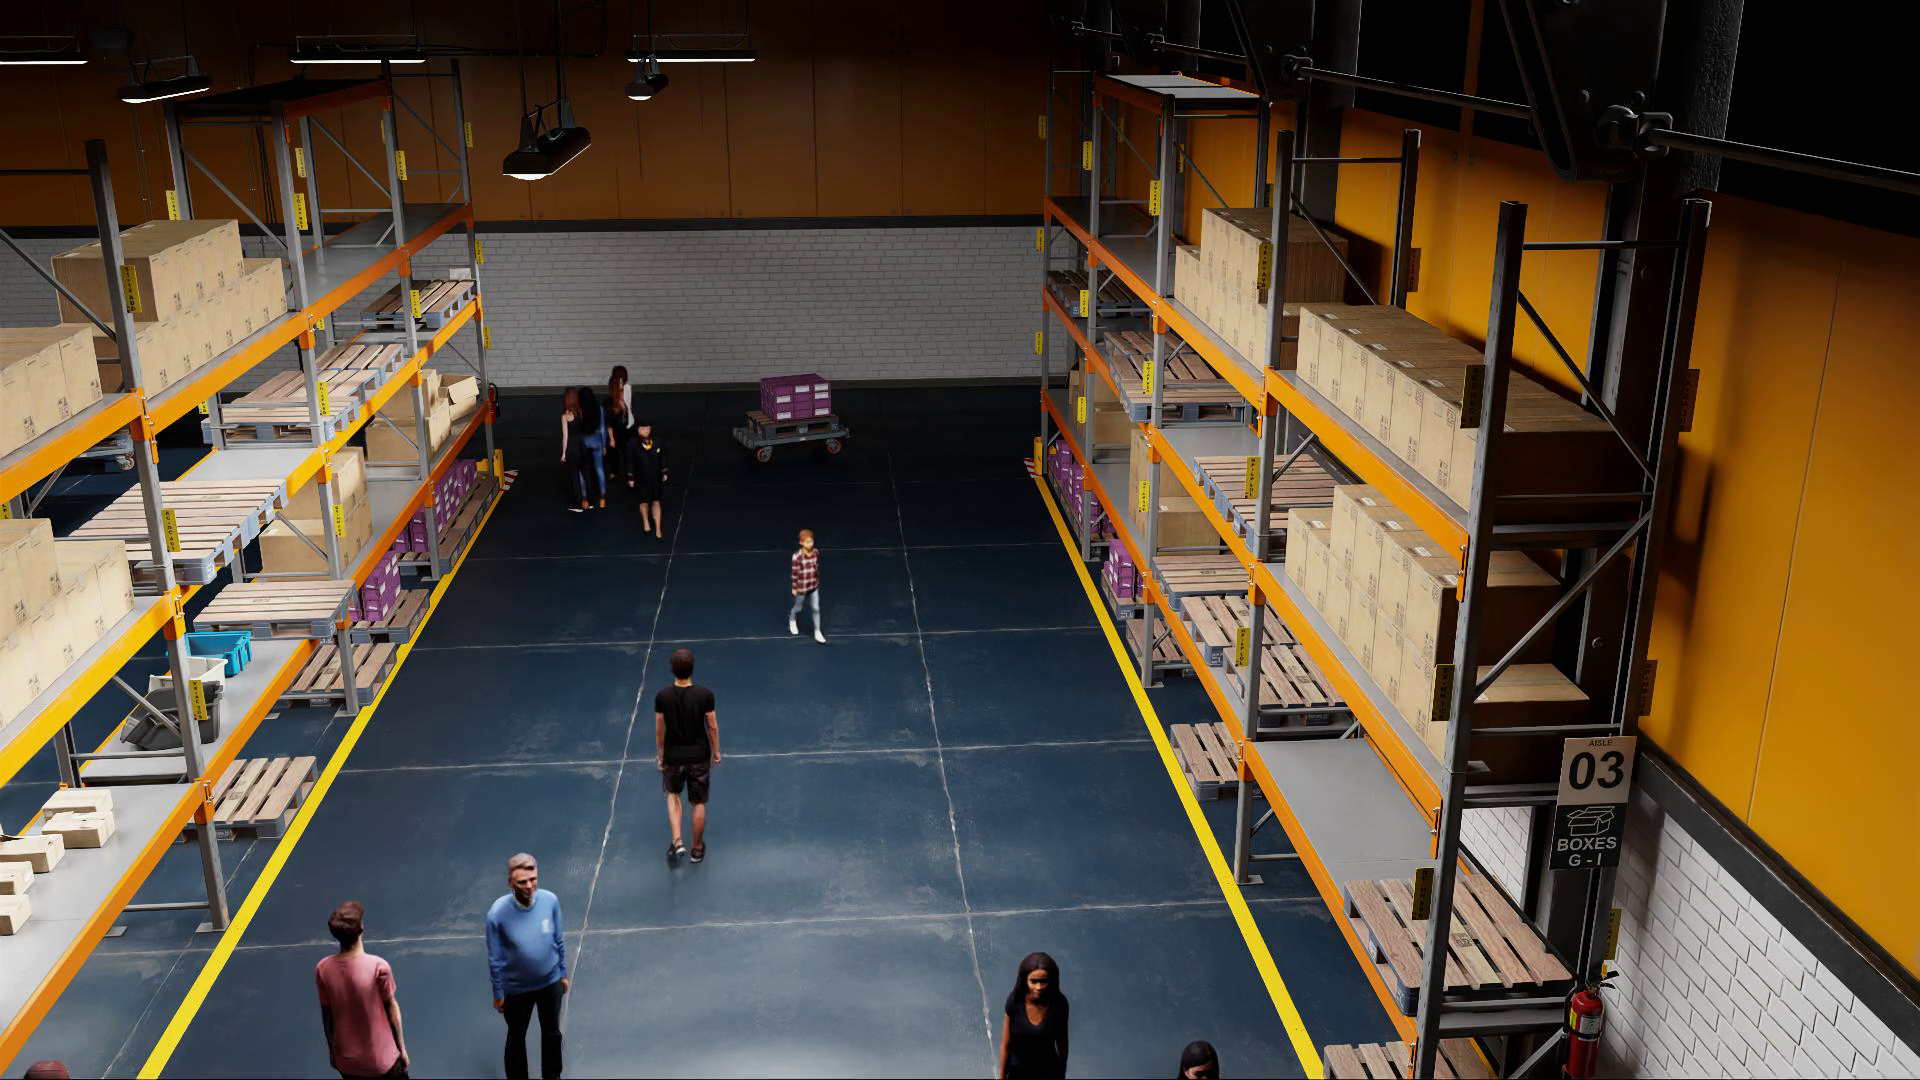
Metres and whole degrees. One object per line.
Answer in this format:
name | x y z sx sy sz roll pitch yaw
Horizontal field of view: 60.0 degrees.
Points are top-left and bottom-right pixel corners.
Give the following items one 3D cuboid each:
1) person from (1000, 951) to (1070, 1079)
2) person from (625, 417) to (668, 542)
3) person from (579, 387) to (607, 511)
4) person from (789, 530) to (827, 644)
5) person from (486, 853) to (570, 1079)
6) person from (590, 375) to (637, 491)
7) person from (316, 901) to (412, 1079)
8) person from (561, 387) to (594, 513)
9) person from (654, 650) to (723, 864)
person | 0.422 3.163 9.867 0.711 1.708 1.170 2 19 5
person | -4.095 -0.826 21.826 0.821 1.636 1.019 -6 20 -17
person | -5.129 -1.280 23.062 0.650 1.707 0.613 -7 20 -19
person | -1.744 0.484 18.499 0.782 1.276 0.962 -12 22 -31
person | -2.772 2.820 10.722 0.740 1.814 0.729 -11 22 -30
person | -4.998 -1.527 23.837 1.029 1.681 1.127 8 20 23
person | -3.515 3.078 9.755 0.717 1.942 0.887 1 19 4
person | -5.287 -1.261 22.943 0.718 1.747 0.655 15 24 37
person | -2.243 1.815 13.645 0.670 1.852 0.658 -2 19 -6
